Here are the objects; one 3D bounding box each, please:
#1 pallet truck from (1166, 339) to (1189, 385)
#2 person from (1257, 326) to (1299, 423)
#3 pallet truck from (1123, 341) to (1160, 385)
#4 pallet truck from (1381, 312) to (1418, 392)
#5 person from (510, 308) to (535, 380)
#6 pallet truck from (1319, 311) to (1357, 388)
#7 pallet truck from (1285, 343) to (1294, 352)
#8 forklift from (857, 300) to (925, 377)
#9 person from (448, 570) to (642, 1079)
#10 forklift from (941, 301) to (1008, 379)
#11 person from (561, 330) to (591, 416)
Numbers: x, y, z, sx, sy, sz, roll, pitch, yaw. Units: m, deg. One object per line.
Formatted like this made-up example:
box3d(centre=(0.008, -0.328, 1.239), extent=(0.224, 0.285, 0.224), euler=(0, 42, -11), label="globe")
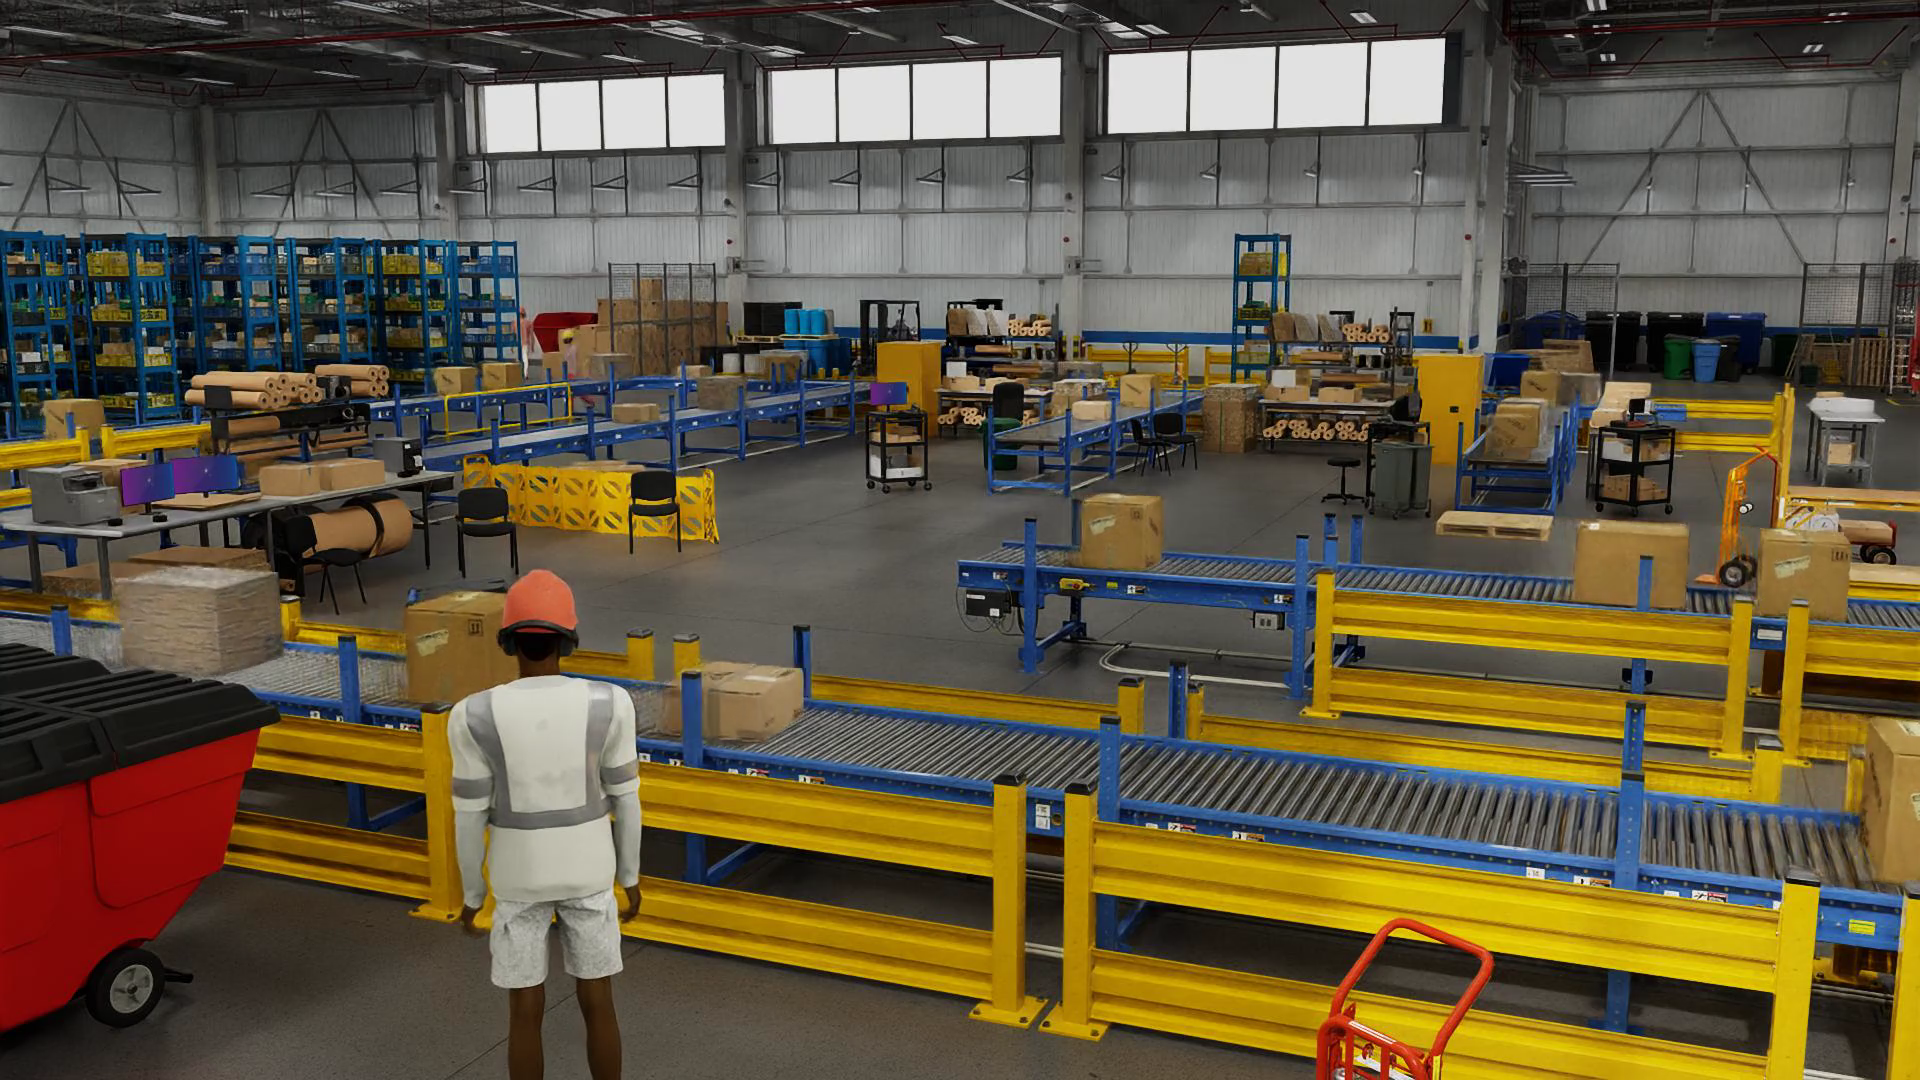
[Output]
box3d(centre=(5.418, -4.269, 40.420), extent=(0.704, 1.261, 1.522), euler=(3, 10, 20), label="pallet truck")
box3d(centre=(6.047, -3.171, 31.685), extent=(1.013, 1.992, 0.624), euler=(6, 11, 31), label="person")
box3d(centre=(4.445, -4.380, 41.279), extent=(0.680, 1.201, 1.601), euler=(4, 10, 22), label="pallet truck")
box3d(centre=(10.207, -4.283, 38.369), extent=(0.823, 1.965, 1.885), euler=(3, 10, 20), label="pallet truck")
box3d(centre=(-11.665, -5.223, 44.343), extent=(0.635, 1.924, 1.103), euler=(-2, 10, -12), label="person")
box3d(centre=(9.071, -4.419, 39.190), extent=(0.823, 1.965, 1.885), euler=(5, 10, 26), label="pallet truck")
box3d(centre=(7.886, -4.163, 39.743), extent=(0.653, 1.274, 1.630), euler=(4, 10, 22), label="pallet truck")
box3d(centre=(-1.732, -5.109, 42.468), extent=(1.157, 1.987, 2.680), euler=(4, 10, 22), label="forklift")
box3d(centre=(-1.362, 1.111, 5.537), extent=(0.605, 2.045, 0.381), euler=(-3, 10, -15), label="person")
box3d(centre=(0.365, -4.966, 41.571), extent=(1.157, 1.987, 2.680), euler=(3, 10, 20), label="forklift")
box3d(centre=(-7.808, -3.373, 33.597), extent=(0.487, 1.749, 0.538), euler=(-8, 12, -39), label="person")
